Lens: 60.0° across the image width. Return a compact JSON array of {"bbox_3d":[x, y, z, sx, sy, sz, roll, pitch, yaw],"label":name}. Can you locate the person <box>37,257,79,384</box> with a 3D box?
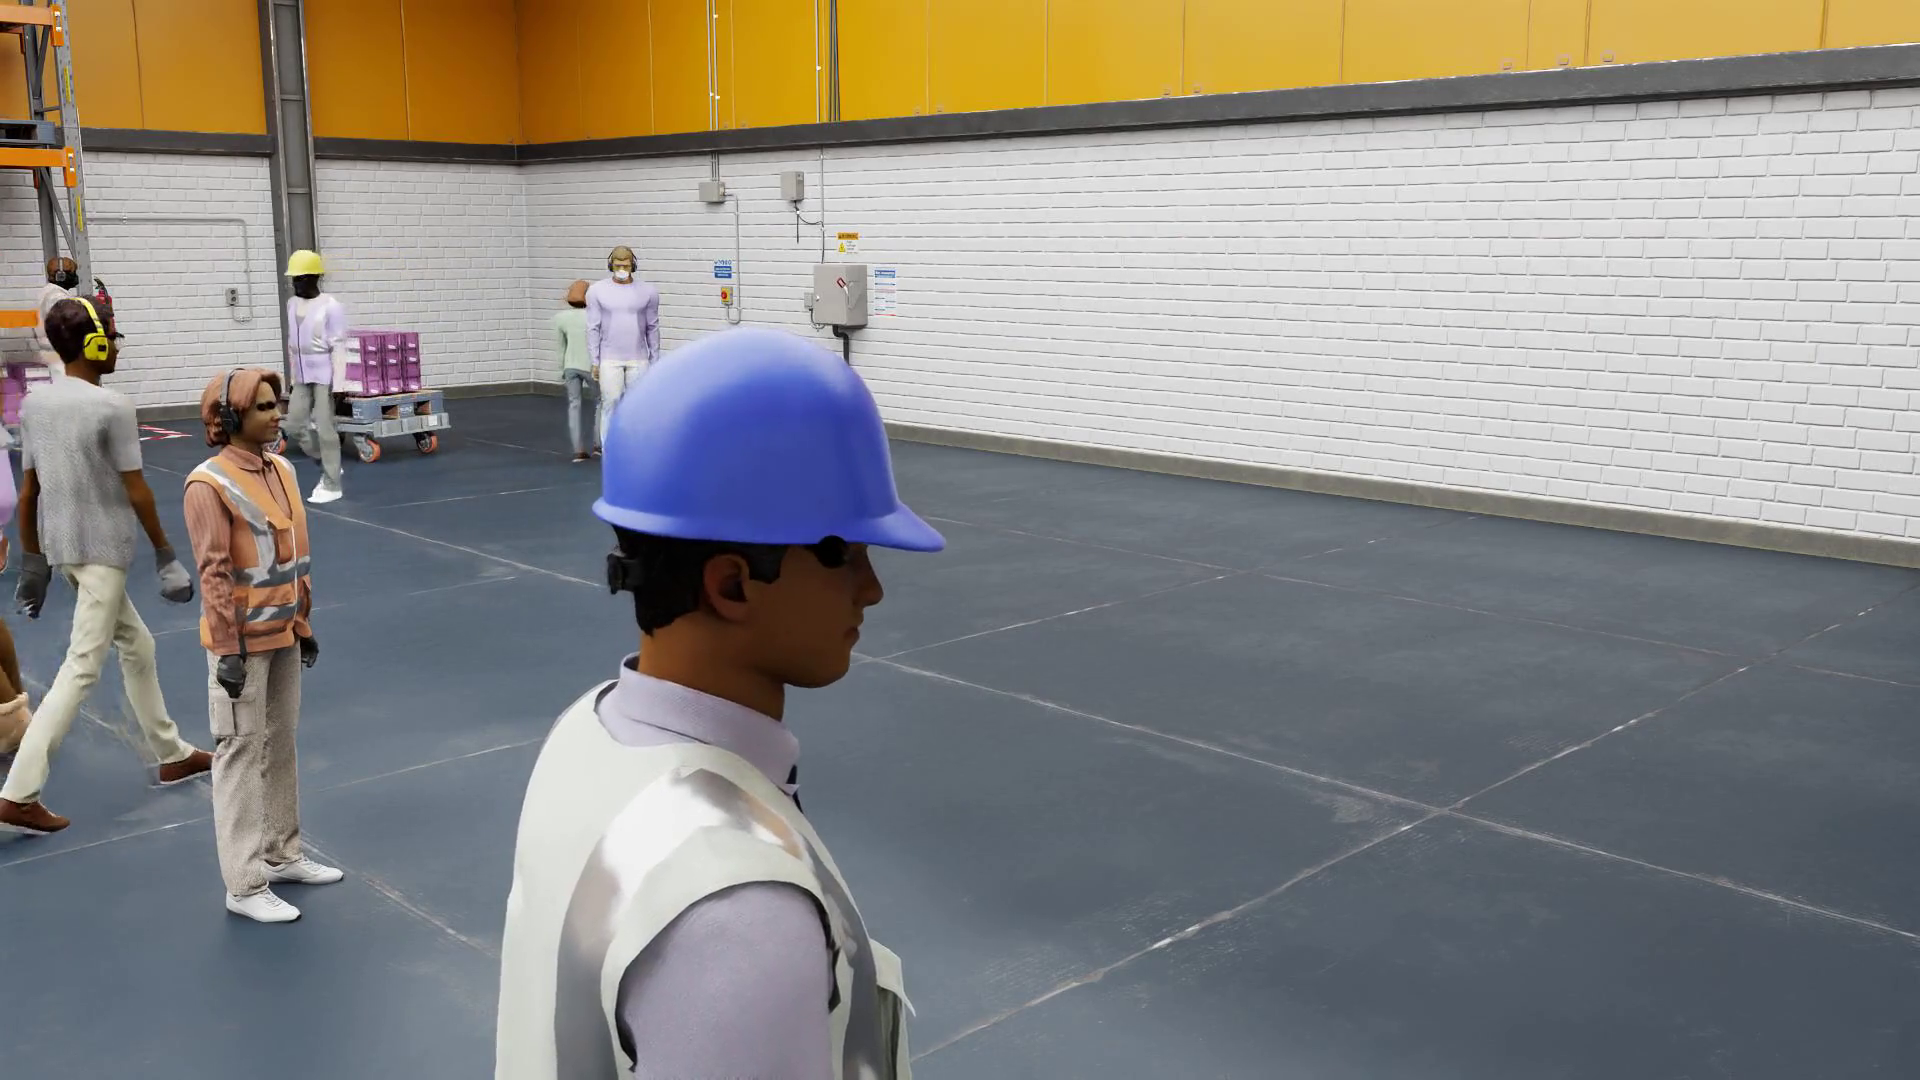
[{"bbox_3d":[-7.970,-1.602,14.861,0.430,1.836,0.619,-7,13,-34],"label":"person"}]

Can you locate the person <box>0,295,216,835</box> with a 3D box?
[{"bbox_3d":[-3.022,0.074,5.773,0.511,1.832,0.987,6,12,29],"label":"person"}]

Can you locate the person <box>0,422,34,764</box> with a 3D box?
[{"bbox_3d":[-3.802,-0.120,6.282,0.493,2.006,0.628,-7,13,-34],"label":"person"}]

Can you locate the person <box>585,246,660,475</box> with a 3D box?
[{"bbox_3d":[-2.840,-1.512,14.086,0.627,1.934,0.371,-3,11,-18],"label":"person"}]

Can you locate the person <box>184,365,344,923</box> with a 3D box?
[{"bbox_3d":[-2.097,0.304,4.972,0.307,1.644,0.514,1,10,3],"label":"person"}]

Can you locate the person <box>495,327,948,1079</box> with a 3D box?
[{"bbox_3d":[-0.211,0.781,1.544,0.405,1.943,0.614,-4,11,-21],"label":"person"}]

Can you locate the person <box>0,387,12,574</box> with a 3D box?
[{"bbox_3d":[-5.793,-0.652,9.593,0.556,1.857,0.402,0,10,2],"label":"person"}]

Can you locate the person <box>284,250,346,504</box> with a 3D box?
[{"bbox_3d":[-4.874,-1.220,12.543,0.624,1.909,0.413,6,12,30],"label":"person"}]

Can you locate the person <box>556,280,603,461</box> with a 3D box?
[{"bbox_3d":[-3.361,-1.531,15.023,0.524,1.613,0.557,3,11,15],"label":"person"}]
